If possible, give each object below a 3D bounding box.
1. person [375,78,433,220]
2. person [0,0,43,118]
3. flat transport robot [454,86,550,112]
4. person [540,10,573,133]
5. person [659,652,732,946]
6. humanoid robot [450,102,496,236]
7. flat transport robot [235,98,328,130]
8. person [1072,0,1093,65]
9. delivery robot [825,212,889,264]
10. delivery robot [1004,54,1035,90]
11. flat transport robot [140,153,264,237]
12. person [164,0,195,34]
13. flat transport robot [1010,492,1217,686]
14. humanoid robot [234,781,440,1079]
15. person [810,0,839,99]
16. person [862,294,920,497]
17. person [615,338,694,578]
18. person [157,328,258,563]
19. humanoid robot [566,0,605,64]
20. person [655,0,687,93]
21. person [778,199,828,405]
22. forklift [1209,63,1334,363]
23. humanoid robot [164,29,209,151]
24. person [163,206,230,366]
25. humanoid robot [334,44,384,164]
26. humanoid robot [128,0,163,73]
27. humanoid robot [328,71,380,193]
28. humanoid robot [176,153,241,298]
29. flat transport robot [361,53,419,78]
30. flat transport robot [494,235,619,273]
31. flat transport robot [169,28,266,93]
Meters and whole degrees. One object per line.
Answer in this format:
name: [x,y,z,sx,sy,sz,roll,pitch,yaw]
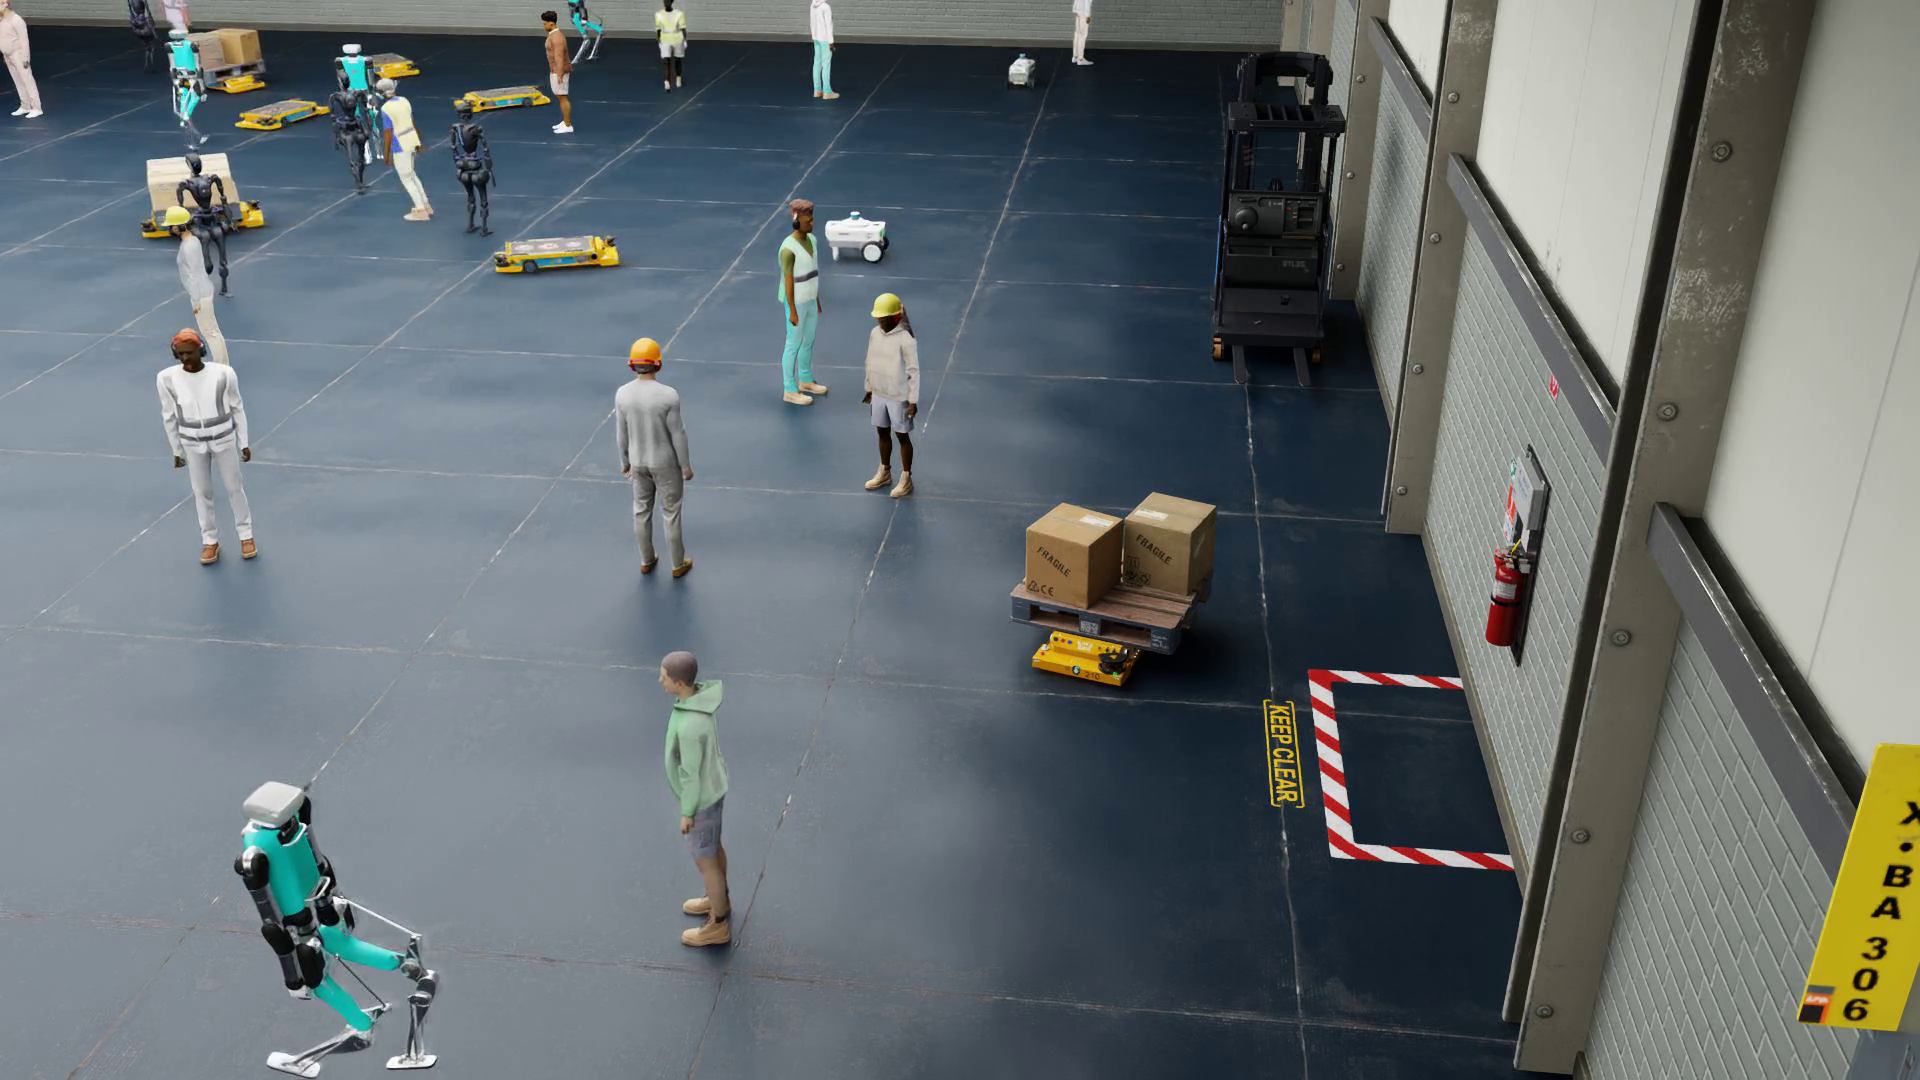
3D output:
person: [-7.142,-5.011,21.369,0.401,1.857,0.601,6,27,12]
person: [-15.305,-7.822,26.926,0.635,1.910,0.408,16,31,29]
flat transport robot: [-7.681,-7.394,27.900,1.431,0.231,0.659,-16,31,-29]
person: [-6.265,-7.330,26.016,0.410,1.843,0.793,-10,28,-18]
person: [-1.378,1.357,8.794,0.319,1.736,0.476,-2,27,-5]
humanoid robot: [-6.095,-4.652,20.841,0.588,1.650,0.349,10,28,20]
flat transport robot: [-10.948,-6.869,26.851,0.659,0.231,1.431,9,28,17]
person: [2.272,-9.801,30.927,0.400,1.869,0.506,-7,28,-14]
delivery robot: [-1.245,-3.675,20.132,0.744,0.574,0.512,2,27,4]
delivery robot: [1.087,-8.212,29.230,0.499,0.610,0.788,6,27,12]
flat transport robot: [-9.739,-4.123,21.369,1.431,0.231,0.659,-12,29,-22]
person: [-14.014,-9.352,29.893,0.426,1.999,0.711,-23,35,-38]
flat transport robot: [1.082,0.580,11.981,0.659,0.231,1.431,11,29,21]
humanoid robot: [-2.828,1.897,7.737,1.038,1.737,0.549,3,27,5]
person: [-2.331,-8.482,28.237,0.349,1.912,0.497,-22,34,-37]
person: [-0.562,-1.225,13.913,0.557,1.760,0.410,19,32,33]
person: [-2.302,-0.609,12.552,0.569,1.889,0.388,6,27,12]
person: [-5.767,-0.729,12.794,0.573,1.881,0.357,-8,28,-15]
humanoid robot: [-6.995,-9.792,31.074,0.823,1.802,0.540,-21,33,-35]
person: [-4.992,-8.625,28.817,0.541,1.640,0.898,-3,27,-6]
person: [-1.518,-2.268,15.778,0.389,1.970,0.479,13,29,24]
forklift: [3.241,-3.477,17.183,1.129,2.768,1.873,3,27,6]
humanoid robot: [-11.660,-6.691,24.884,0.559,1.764,0.804,4,27,8]
person: [-7.468,-2.400,16.269,0.334,1.756,0.516,-10,28,-19]
humanoid robot: [-8.668,-6.297,24.191,0.542,1.880,0.811,-4,27,-8]
humanoid robot: [-14.816,-9.325,30.185,0.612,1.646,0.328,15,30,28]
humanoid robot: [-8.263,-5.581,22.729,0.602,1.630,0.710,-19,33,-34]
humanoid robot: [-8.427,-3.530,18.622,0.405,1.646,0.610,21,33,35]
flat transport robot: [-10.509,-8.712,30.531,0.659,0.231,1.431,-18,32,-32]
flat transport robot: [-4.855,-3.434,19.994,1.431,0.231,0.659,-6,27,-13]
flat transport robot: [-12.989,-8.090,29.290,1.431,0.231,0.659,15,30,27]
